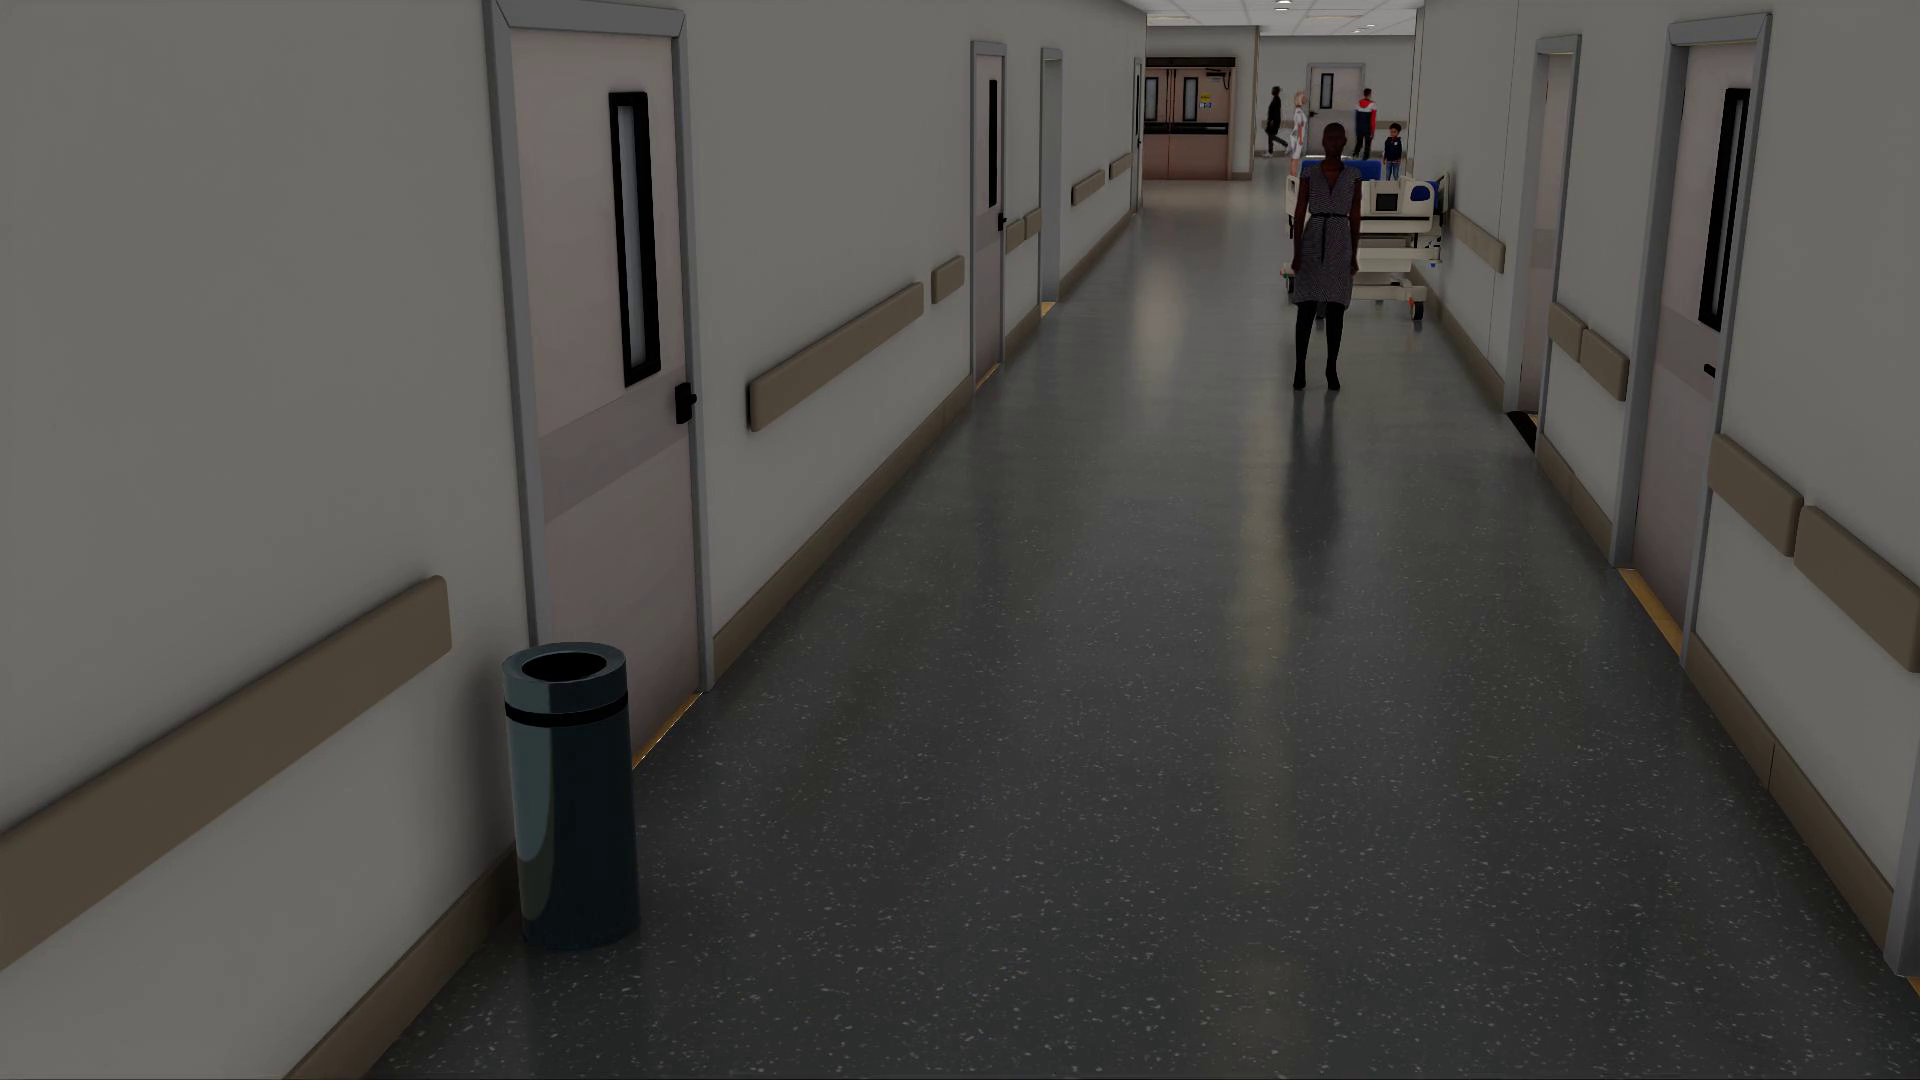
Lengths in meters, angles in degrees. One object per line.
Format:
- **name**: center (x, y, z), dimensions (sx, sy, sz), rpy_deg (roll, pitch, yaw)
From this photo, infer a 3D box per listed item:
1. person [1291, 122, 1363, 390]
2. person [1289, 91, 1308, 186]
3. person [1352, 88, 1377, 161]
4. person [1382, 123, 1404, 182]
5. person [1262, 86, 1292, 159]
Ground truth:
- **person**: center (2.489, -1.925, 11.328), dimensions (0.484, 1.789, 0.684), rpy_deg (1, 16, 4)
- **person**: center (6.459, -7.699, 31.878), dimensions (0.543, 1.751, 0.586), rpy_deg (1, 16, 3)
- **person**: center (8.912, -9.076, 36.776), dimensions (0.847, 1.745, 0.864), rpy_deg (10, 19, 32)
- **person**: center (7.823, -6.903, 30.031), dimensions (0.528, 1.222, 0.637), rpy_deg (11, 19, 35)
- **person**: center (7.965, -10.451, 41.649), dimensions (0.970, 1.747, 0.673), rpy_deg (4, 16, 15)
